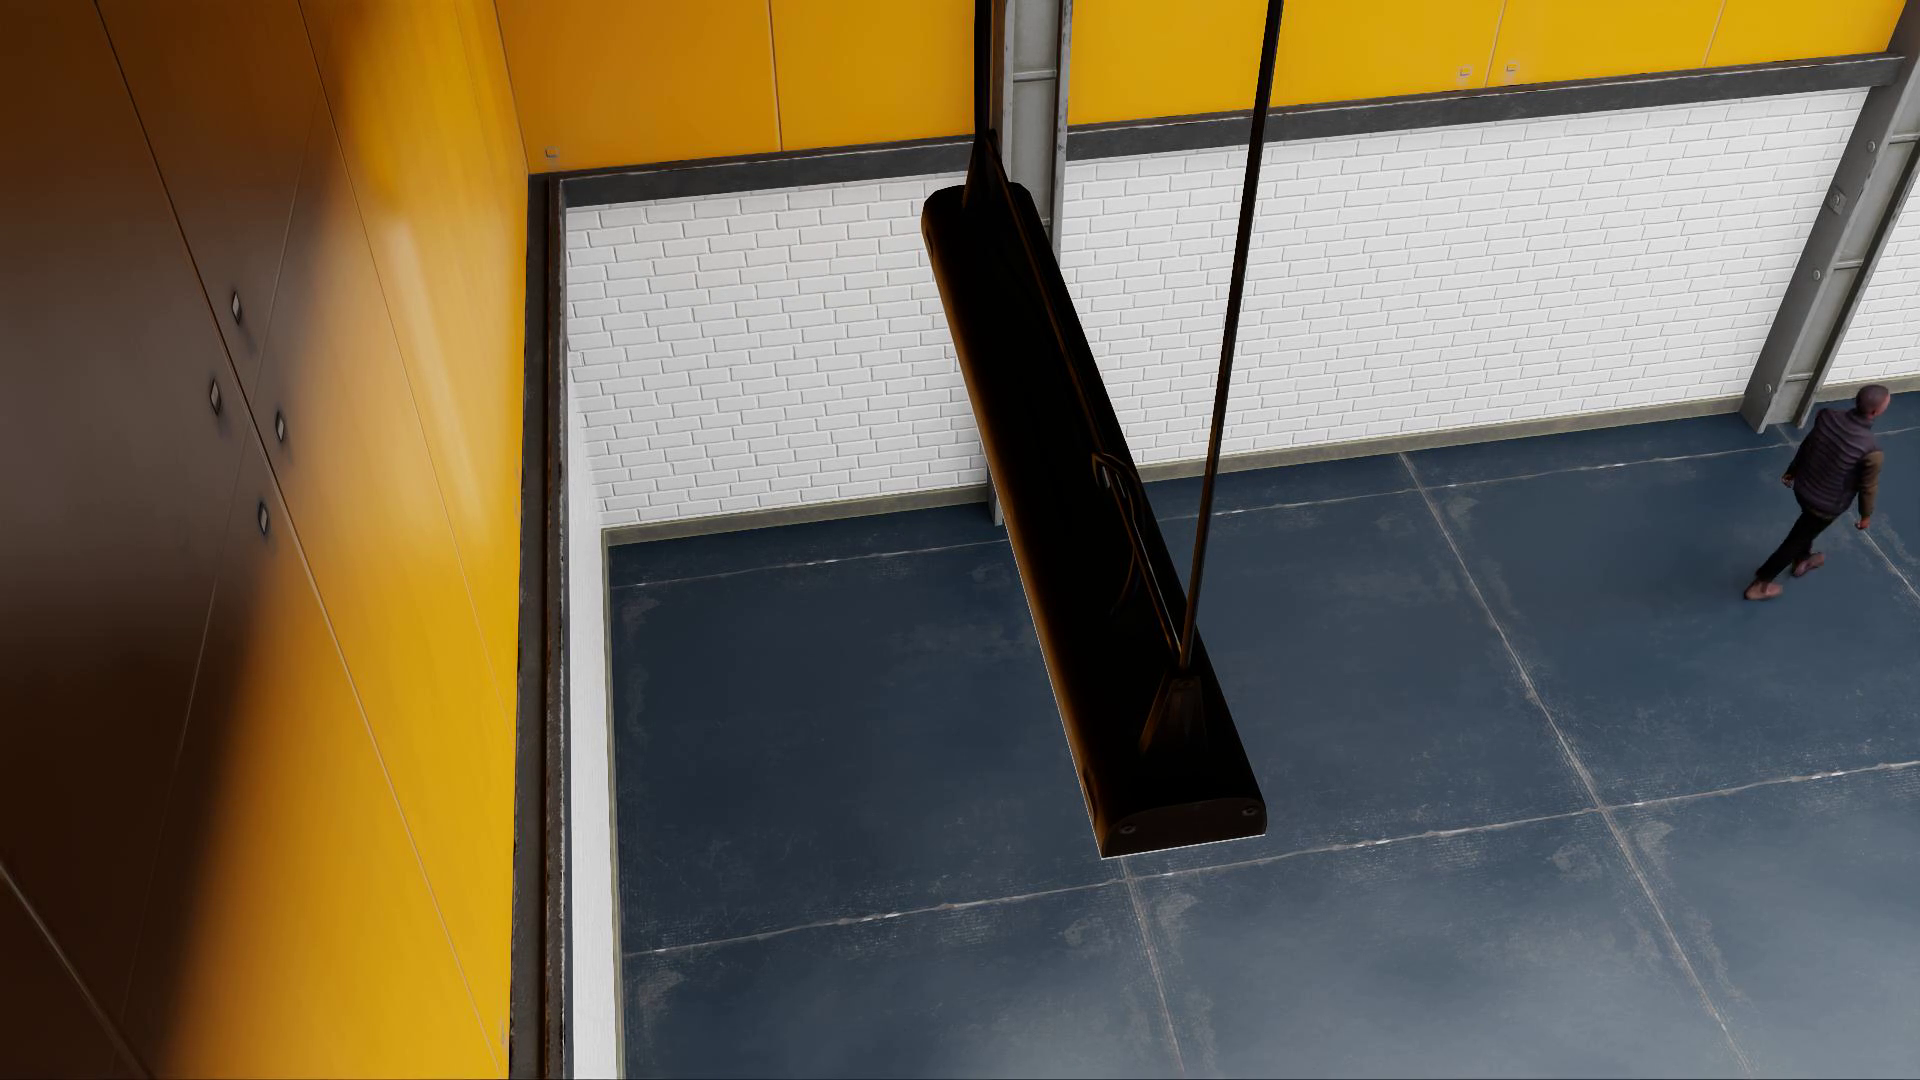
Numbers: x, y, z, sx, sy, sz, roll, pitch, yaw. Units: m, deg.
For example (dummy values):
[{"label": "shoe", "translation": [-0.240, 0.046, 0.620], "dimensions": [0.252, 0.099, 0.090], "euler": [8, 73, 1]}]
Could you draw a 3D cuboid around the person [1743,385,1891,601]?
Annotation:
[{"label": "person", "translation": [5.587, -0.271, 10.949], "dimensions": [0.985, 1.813, 0.806], "euler": [-12, 45, -12]}]
